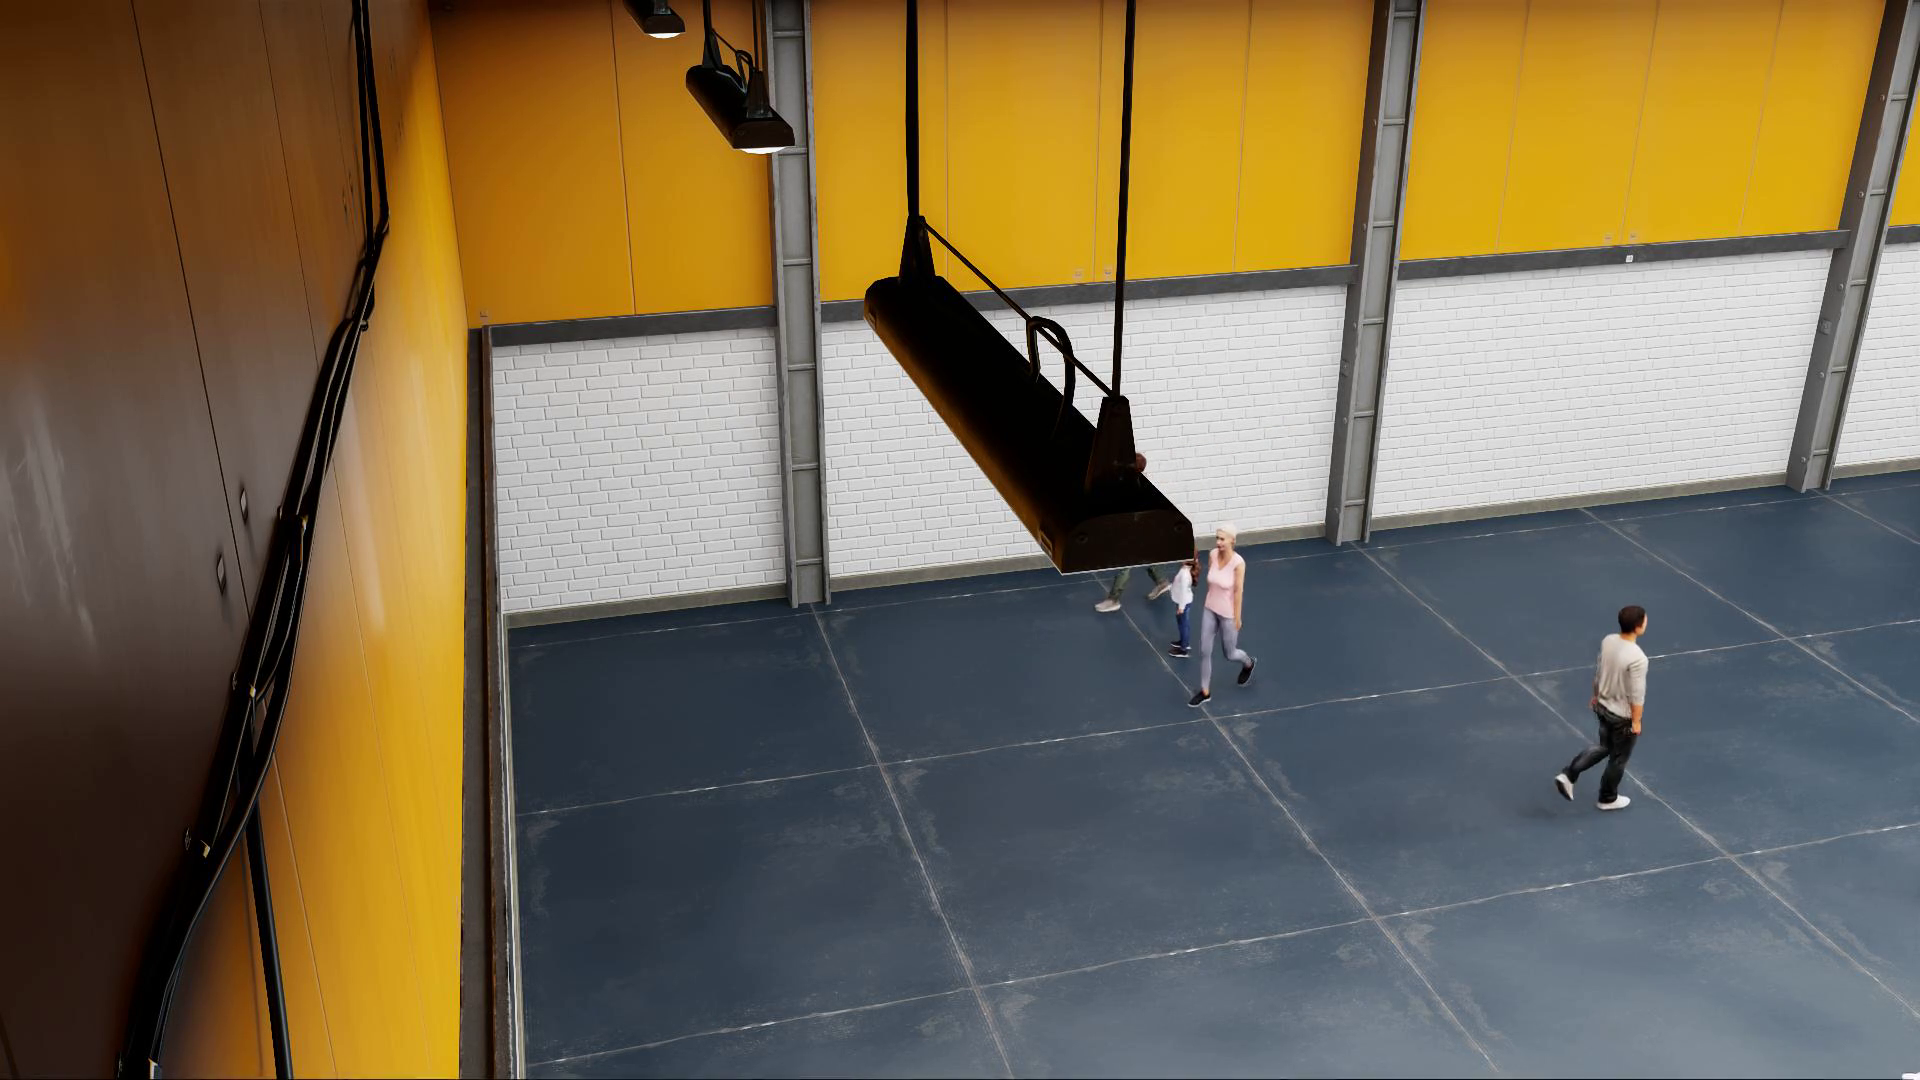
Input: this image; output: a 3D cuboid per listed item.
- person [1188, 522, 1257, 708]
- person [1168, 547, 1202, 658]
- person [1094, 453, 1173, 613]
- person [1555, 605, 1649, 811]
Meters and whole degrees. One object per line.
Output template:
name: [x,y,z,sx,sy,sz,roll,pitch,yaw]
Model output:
person: [2.374,0.631,14.714,1.090,1.702,0.863,-20,31,-38]
person: [2.109,0.551,15.636,0.571,1.110,0.527,5,24,12]
person: [1.804,-0.083,16.455,1.164,1.615,0.702,-10,25,-21]
person: [5.056,1.342,12.969,0.873,1.798,0.649,-6,24,-13]
